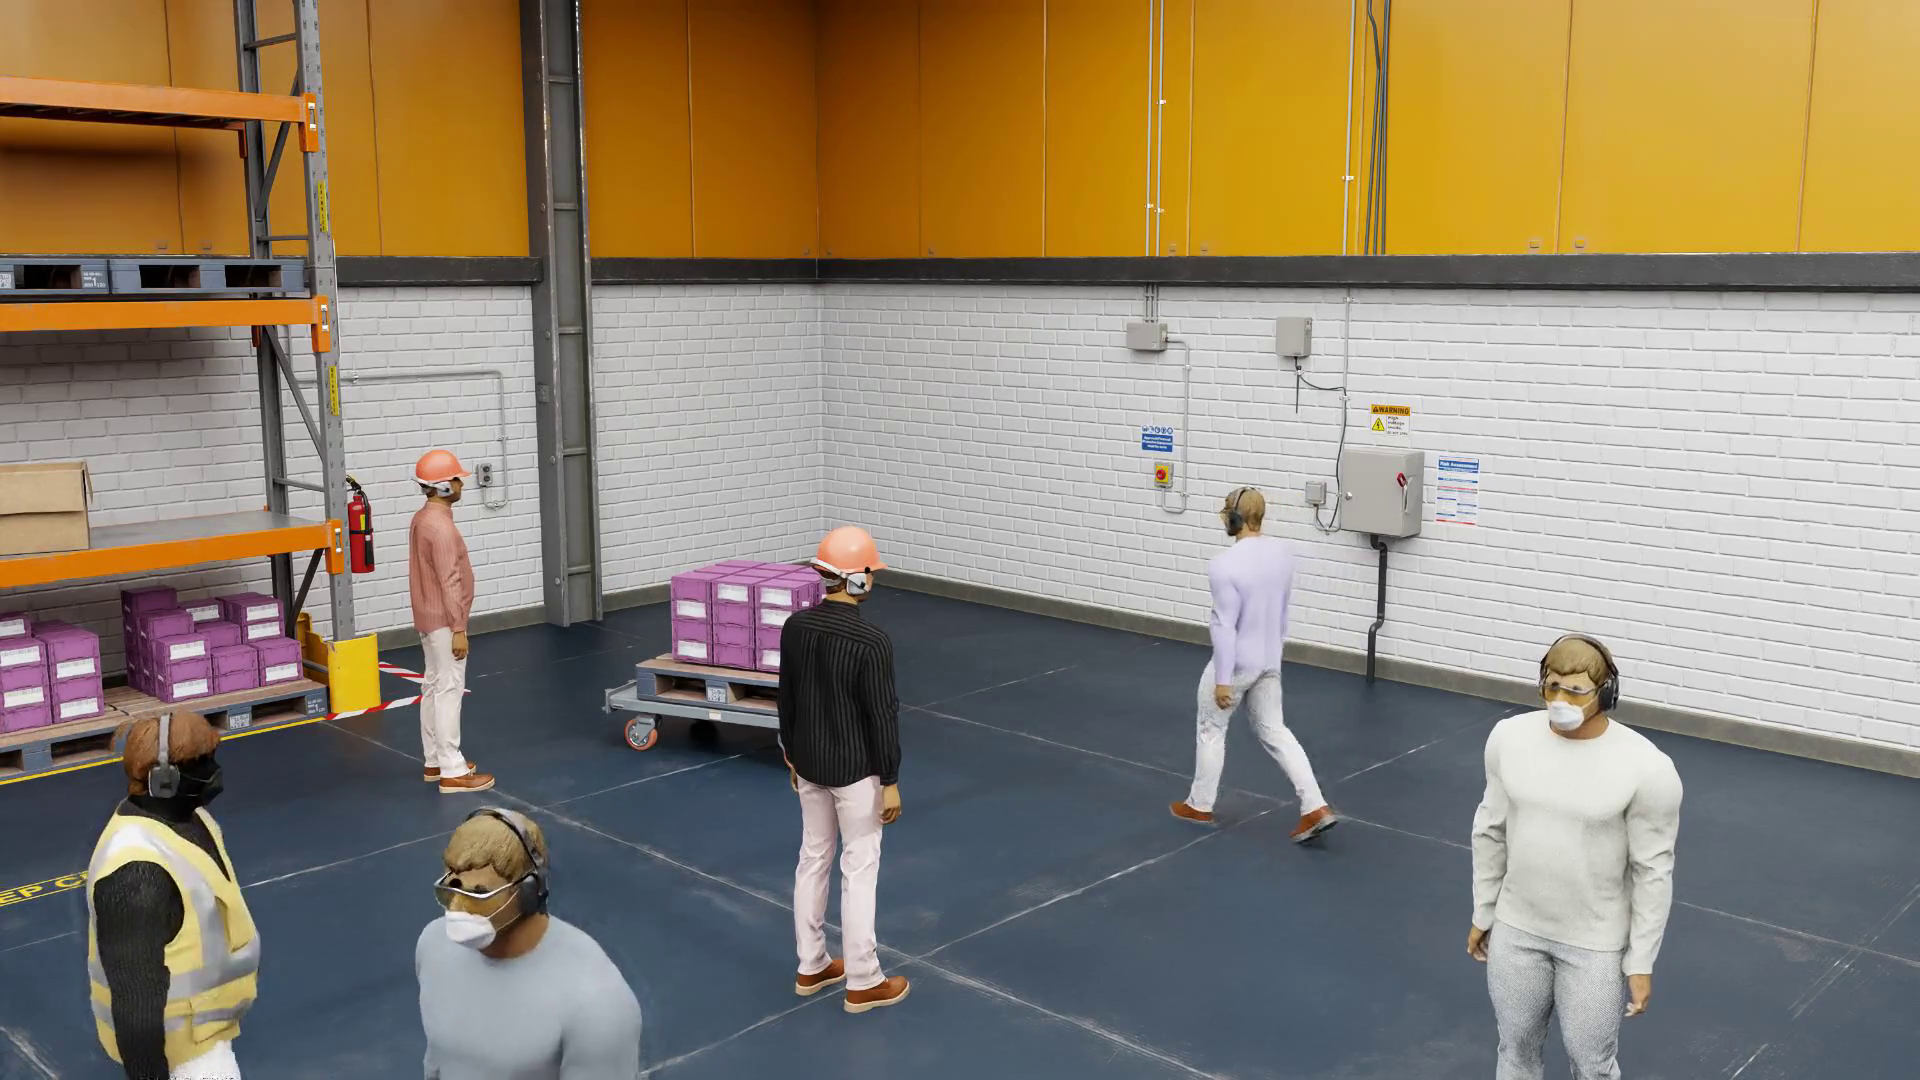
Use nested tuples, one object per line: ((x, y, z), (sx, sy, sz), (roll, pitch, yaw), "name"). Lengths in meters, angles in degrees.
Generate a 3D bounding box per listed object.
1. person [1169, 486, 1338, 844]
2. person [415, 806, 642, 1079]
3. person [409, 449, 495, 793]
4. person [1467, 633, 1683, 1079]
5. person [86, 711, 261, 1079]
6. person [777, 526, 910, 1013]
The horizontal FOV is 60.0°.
((1.584, 0.662, 8.830), (0.640, 1.906, 0.969), (-8, 12, -40), "person")
((-1.010, 1.514, 3.557), (0.664, 1.897, 0.945), (5, 11, 29), "person")
((-2.997, 0.468, 9.687), (0.374, 1.997, 0.613), (-6, 11, -32), "person")
((1.875, 1.233, 5.179), (0.627, 1.939, 0.371), (9, 13, 44), "person")
((-2.190, 1.372, 4.687), (0.433, 1.829, 0.632), (-3, 10, -19), "person")
((-0.473, 0.930, 6.860), (0.621, 1.992, 0.397), (8, 12, 40), "person")
